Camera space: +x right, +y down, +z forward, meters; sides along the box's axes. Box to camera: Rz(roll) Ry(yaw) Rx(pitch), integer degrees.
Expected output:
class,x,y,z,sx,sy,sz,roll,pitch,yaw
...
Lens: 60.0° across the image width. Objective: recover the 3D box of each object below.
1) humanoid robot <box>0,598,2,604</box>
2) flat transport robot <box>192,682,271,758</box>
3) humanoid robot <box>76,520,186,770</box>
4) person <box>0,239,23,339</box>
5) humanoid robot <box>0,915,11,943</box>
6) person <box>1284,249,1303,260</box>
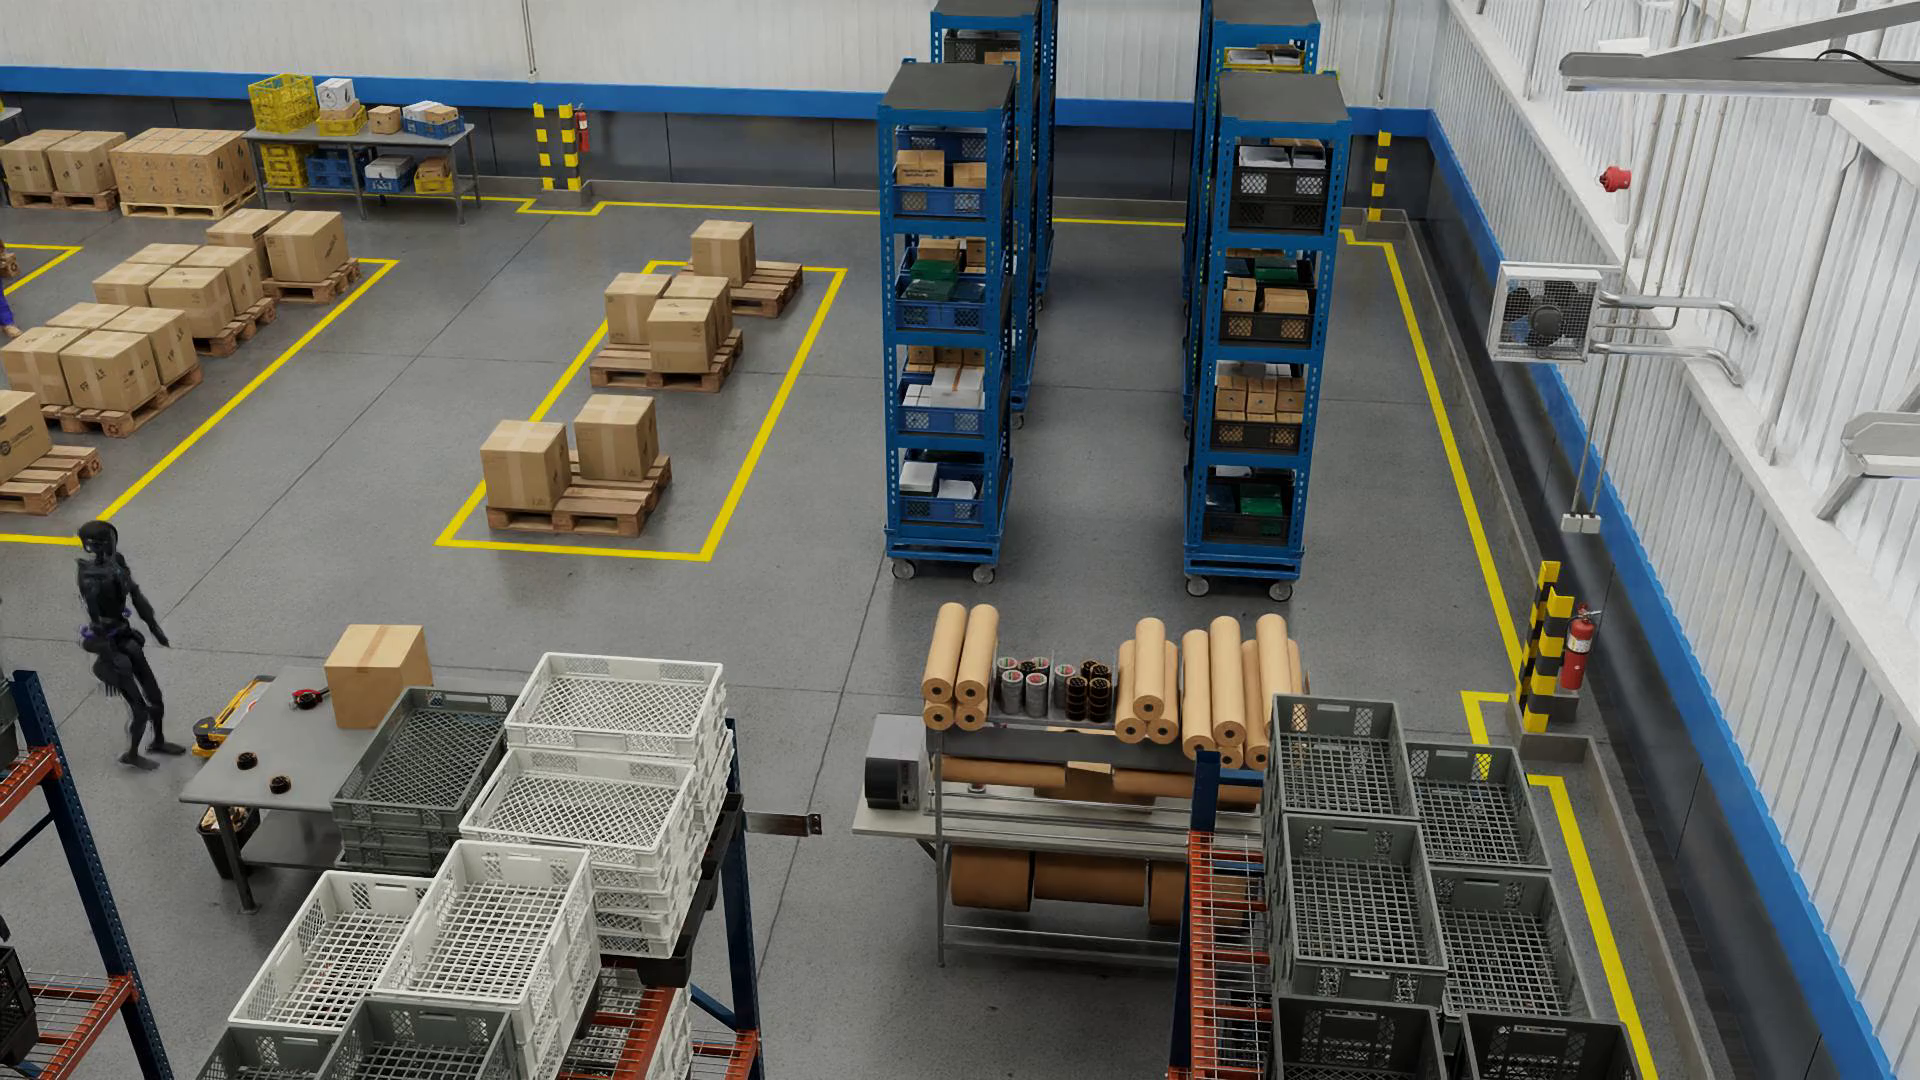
class,x,y,z,sx,sy,sz,roll,pitch,yaw
humanoid robot,-7.203,-0.235,11.663,0.614,1.657,0.313,3,30,6
flat transport robot,-4.089,1.163,10.648,1.431,0.197,0.652,3,30,6
humanoid robot,-5.111,0.646,10.183,0.392,1.631,0.608,0,30,-1
person,-9.429,-2.834,15.782,0.680,2.000,0.537,-26,39,-37
humanoid robot,-5.015,1.805,8.159,0.614,1.657,0.313,3,30,6
person,2.832,-2.374,15.146,0.585,1.881,0.342,3,30,6
